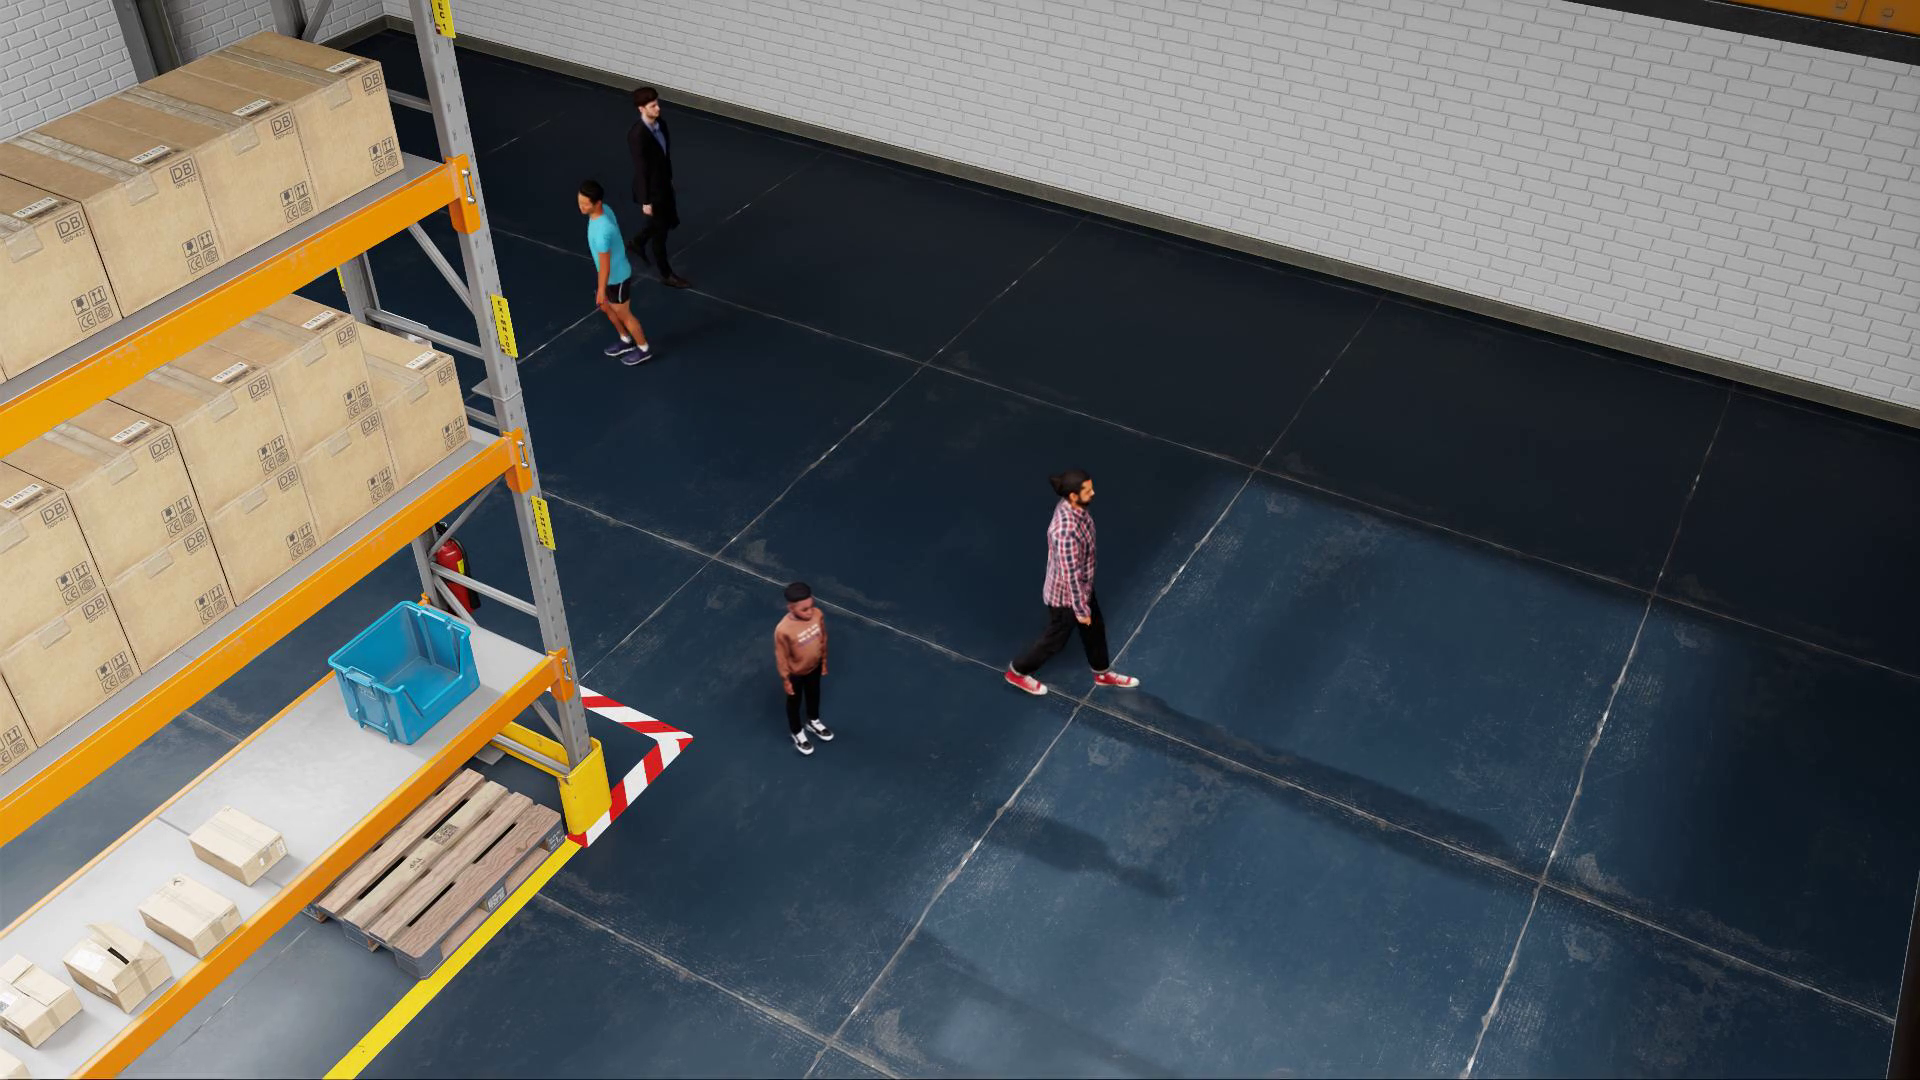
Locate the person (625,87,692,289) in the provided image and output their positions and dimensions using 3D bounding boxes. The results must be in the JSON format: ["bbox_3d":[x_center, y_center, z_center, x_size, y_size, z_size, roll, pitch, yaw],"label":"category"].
[{"bbox_3d":[-2.756,-3.105,14.613,0.846,1.878,0.911,13,40,16],"label":"person"}]

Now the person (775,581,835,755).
[{"bbox_3d":[-0.981,0.758,10.275,0.533,1.255,0.645,-26,46,-29],"label":"person"}]

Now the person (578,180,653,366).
[{"bbox_3d":[-2.771,-2.178,13.561,0.853,1.743,0.799,-4,39,-5],"label":"person"}]

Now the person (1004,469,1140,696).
[{"bbox_3d":[0.628,0.313,10.446,0.952,1.738,1.121,8,39,10],"label":"person"}]
